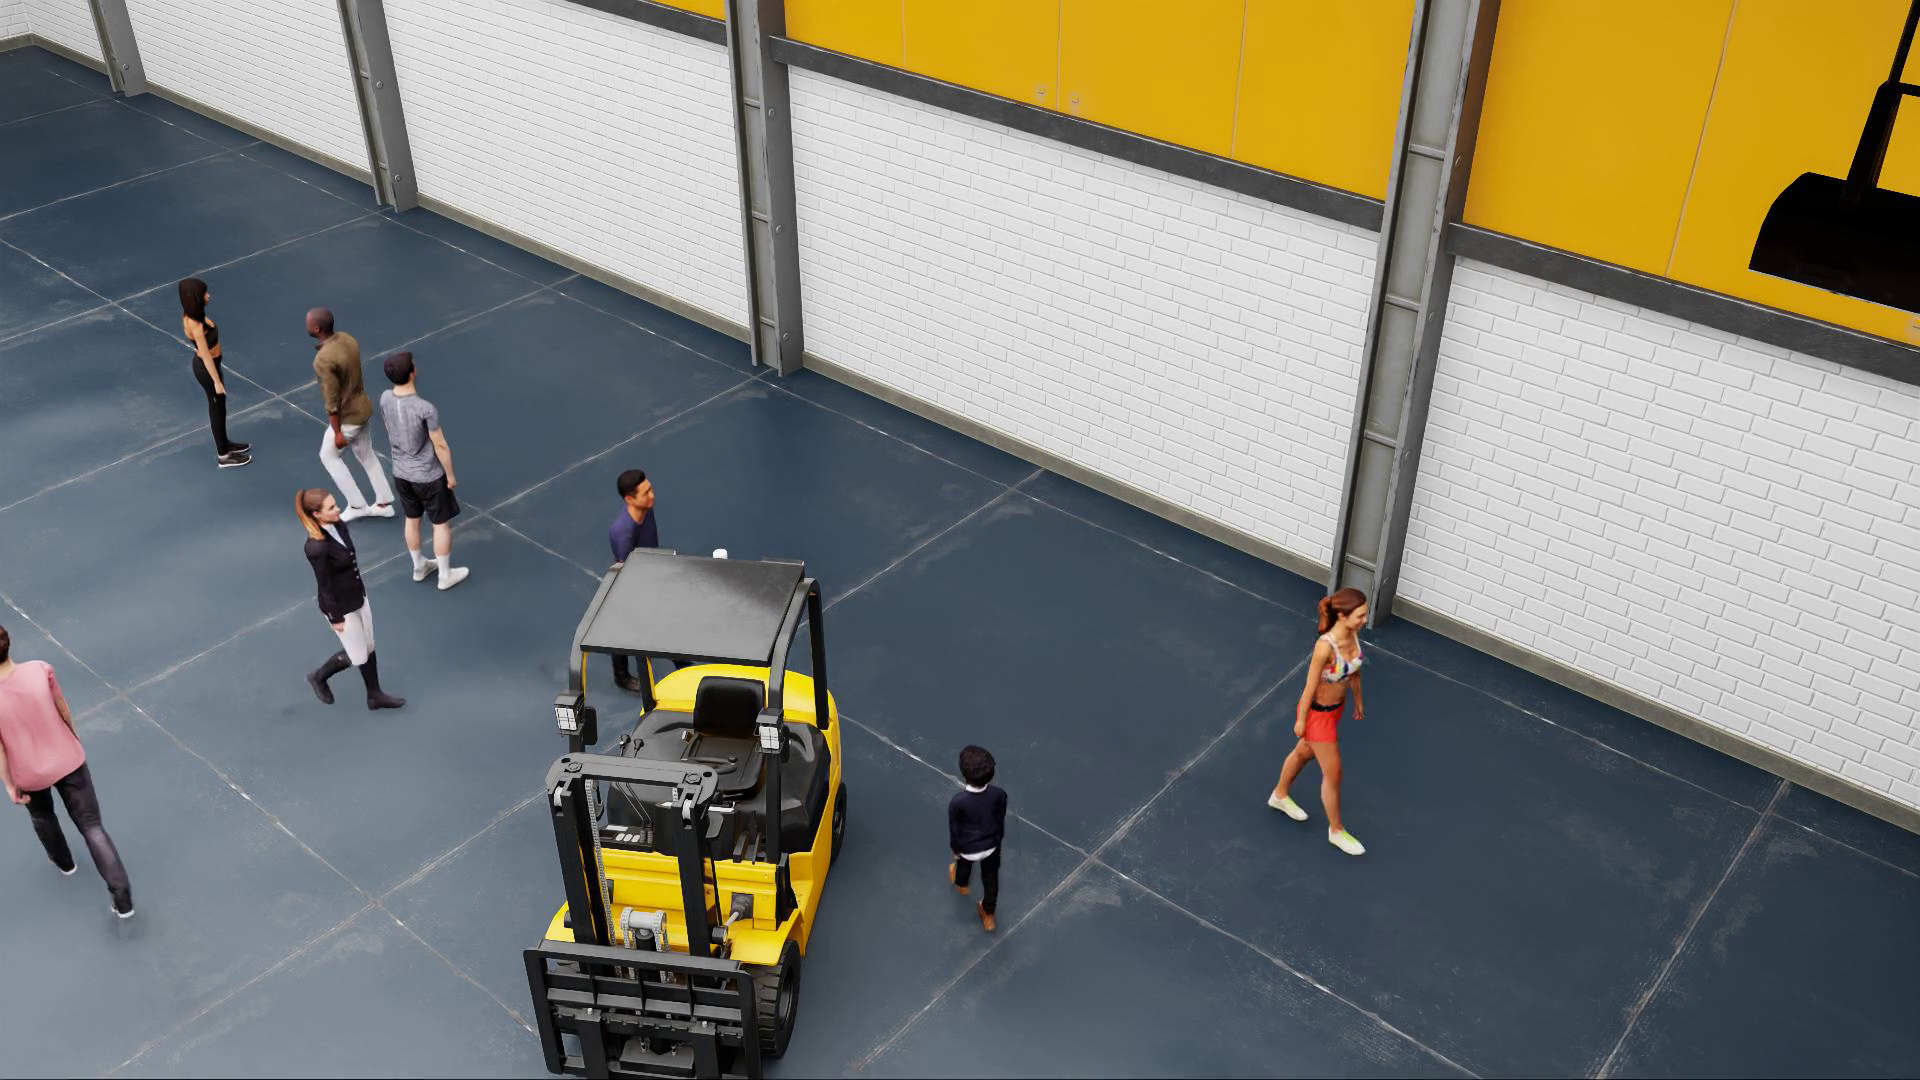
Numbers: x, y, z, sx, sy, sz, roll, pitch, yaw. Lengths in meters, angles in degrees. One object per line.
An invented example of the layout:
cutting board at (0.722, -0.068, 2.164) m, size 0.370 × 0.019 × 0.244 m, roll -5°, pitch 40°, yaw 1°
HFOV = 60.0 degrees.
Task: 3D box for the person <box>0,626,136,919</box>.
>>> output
person at (-5.027, 1.312, 9.243) m, size 0.731 × 1.915 × 1.262 m, roll -27°, pitch 42°, yaw -35°

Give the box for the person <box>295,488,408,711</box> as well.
person at (-4.053, 0.425, 10.754) m, size 0.935 × 1.719 × 0.820 m, roll 4°, pitch 34°, yaw 6°

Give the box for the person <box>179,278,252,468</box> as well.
person at (-6.115, -1.374, 13.532) m, size 0.662 × 1.641 × 0.548 m, roll -16°, pitch 37°, yaw -22°

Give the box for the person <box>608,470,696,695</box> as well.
person at (-2.191, 0.302, 10.903) m, size 1.115 × 1.759 × 0.951 m, roll 7°, pitch 34°, yaw 10°

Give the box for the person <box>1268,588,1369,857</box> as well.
person at (2.071, 0.993, 9.861) m, size 0.917 × 1.763 × 0.597 m, roll 25°, pitch 41°, yaw 33°

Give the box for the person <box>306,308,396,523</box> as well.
person at (-4.601, -0.930, 12.713) m, size 0.897 × 1.808 × 0.878 m, roll 3°, pitch 34°, yaw 4°

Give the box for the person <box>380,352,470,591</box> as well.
person at (-3.917, -0.494, 12.008) m, size 0.567 × 1.863 × 0.758 m, roll 15°, pitch 36°, yaw 21°

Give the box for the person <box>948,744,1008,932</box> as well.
person at (0.124, 1.701, 9.302) m, size 0.732 × 1.203 × 0.825 m, roll -7°, pitch 34°, yaw -10°
